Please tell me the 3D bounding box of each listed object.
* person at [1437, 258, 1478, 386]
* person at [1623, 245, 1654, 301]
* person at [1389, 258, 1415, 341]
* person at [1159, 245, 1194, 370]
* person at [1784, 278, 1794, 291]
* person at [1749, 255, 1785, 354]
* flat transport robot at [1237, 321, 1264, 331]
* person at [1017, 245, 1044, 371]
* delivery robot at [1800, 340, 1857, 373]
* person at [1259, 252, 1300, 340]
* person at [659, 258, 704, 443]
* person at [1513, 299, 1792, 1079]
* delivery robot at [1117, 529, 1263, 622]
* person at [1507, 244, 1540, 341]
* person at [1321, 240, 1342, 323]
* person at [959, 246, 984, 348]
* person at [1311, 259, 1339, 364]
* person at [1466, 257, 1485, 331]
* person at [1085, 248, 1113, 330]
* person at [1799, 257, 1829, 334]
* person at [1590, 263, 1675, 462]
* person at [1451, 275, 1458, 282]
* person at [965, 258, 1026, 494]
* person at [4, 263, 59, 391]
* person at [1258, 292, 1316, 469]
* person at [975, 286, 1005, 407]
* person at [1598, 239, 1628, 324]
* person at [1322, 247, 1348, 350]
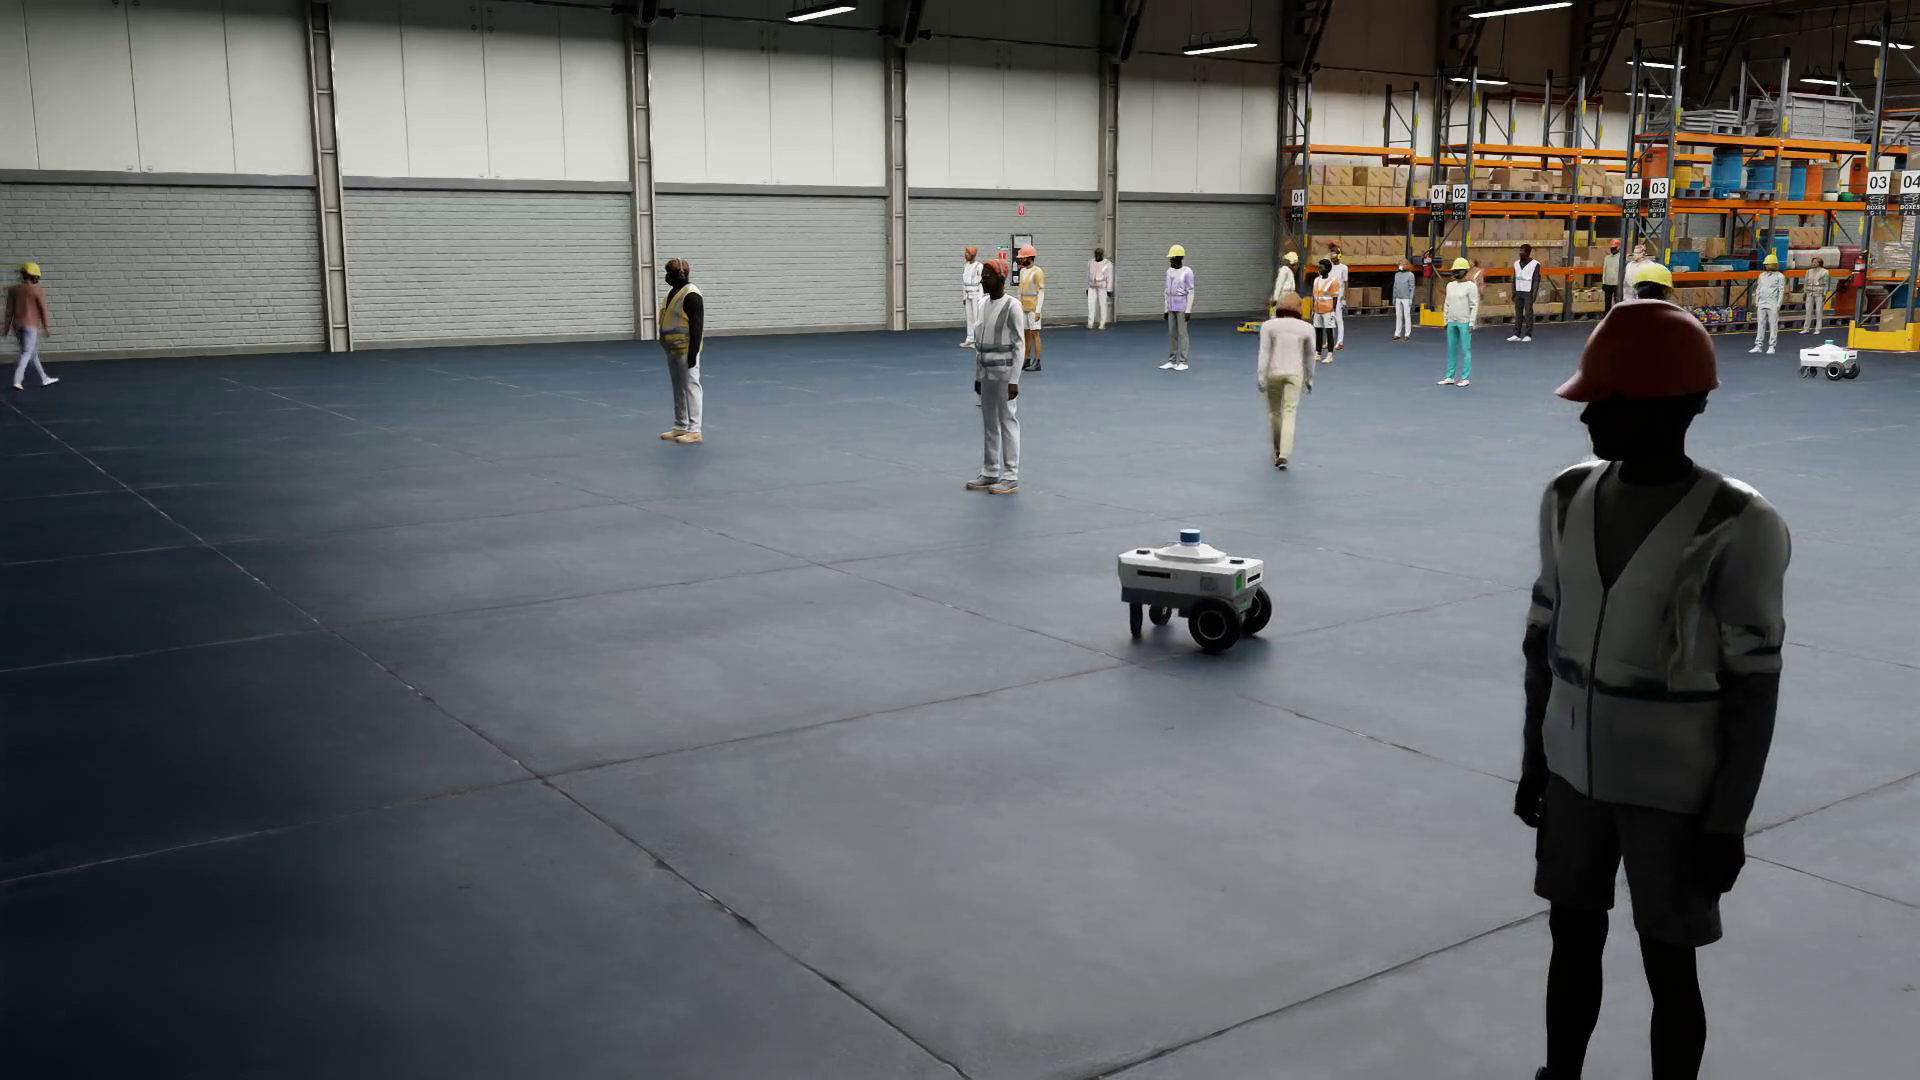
[{"bbox_3d":[6.902,-3.009,23.005,0.329,1.769,0.526,-7,12,-33],"label":"person"},{"bbox_3d":[12.492,-4.474,30.666,0.399,1.905,0.643,-7,12,-33],"label":"person"},{"bbox_3d":[8.778,-4.756,32.944,0.285,1.633,0.501,-7,12,-33],"label":"person"},{"bbox_3d":[3.363,-3.588,25.736,0.386,1.928,0.589,-7,12,-33],"label":"person"},{"bbox_3d":[25.828,-8.295,51.812,0.404,1.829,0.591,-7,12,-33],"label":"person"},{"bbox_3d":[14.311,-4.170,29.444,0.313,1.741,0.487,-7,12,-33],"label":"person"},{"bbox_3d":[6.663,-4.540,35.502,0.652,0.197,1.431,-7,13,-34],"label":"flat transport robot"},{"bbox_3d":[1.060,-3.556,25.544,0.375,1.934,0.547,-7,12,-33],"label":"person"},{"bbox_3d":[12.592,-2.655,24.132,0.477,0.478,0.707,-7,13,-35],"label":"delivery robot"},{"bbox_3d":[6.218,-4.666,32.114,0.903,1.768,0.630,3,11,16],"label":"person"},{"bbox_3d":[-2.802,-1.901,16.727,0.430,1.845,0.624,-7,12,-33],"label":"person"},{"bbox_3d":[1.371,0.479,3.423,0.375,1.934,0.547,-7,12,-33],"label":"person"},{"bbox_3d":[1.174,0.189,8.542,0.707,0.478,0.477,6,12,30],"label":"delivery robot"},{"bbox_3d":[11.165,-4.879,32.850,0.398,1.917,0.590,-7,12,-33],"label":"person"},{"bbox_3d":[8.848,-6.182,39.807,0.794,1.978,0.634,-2,10,-9],"label":"person"},{"bbox_3d":[0.237,-4.519,30.968,0.360,1.882,0.575,-7,12,-33],"label":"person"},{"bbox_3d":[5.941,-3.726,27.123,0.322,1.697,0.536,-7,12,-33],"label":"person"},{"bbox_3d":[11.171,-5.361,36.308,0.505,1.621,0.528,-7,12,-32],"label":"person"},{"bbox_3d":[3.039,-5.563,36.884,0.657,1.804,0.845,5,11,24],"label":"person"},{"bbox_3d":[18.114,-5.174,35.216,0.315,1.641,0.515,-7,12,-33],"label":"person"},{"bbox_3d":[4.448,-0.884,11.050,0.831,1.876,0.603,-1,10,-4],"label":"person"},{"bbox_3d":[12.945,-6.672,43.096,0.329,1.765,0.526,-7,12,-33],"label":"person"},{"bbox_3d":[0.299,-1.314,13.394,0.360,1.882,0.575,-7,12,-33],"label":"person"},{"bbox_3d":[-12.595,-2.876,22.443,0.577,1.696,0.926,2,10,9],"label":"person"},{"bbox_3d":[2.940,-1.443,14.979,0.506,1.556,0.928,2,11,11],"label":"person"},{"bbox_3d":[0.406,-2.397,20.013,0.285,1.633,0.501,-7,12,-33],"label":"person"},{"bbox_3d":[15.183,-5.975,38.637,0.392,1.995,0.612,-7,12,-33],"label":"person"},{"bbox_3d":[6.836,-4.390,30.293,0.334,1.873,0.517,-7,12,-33],"label":"person"}]
